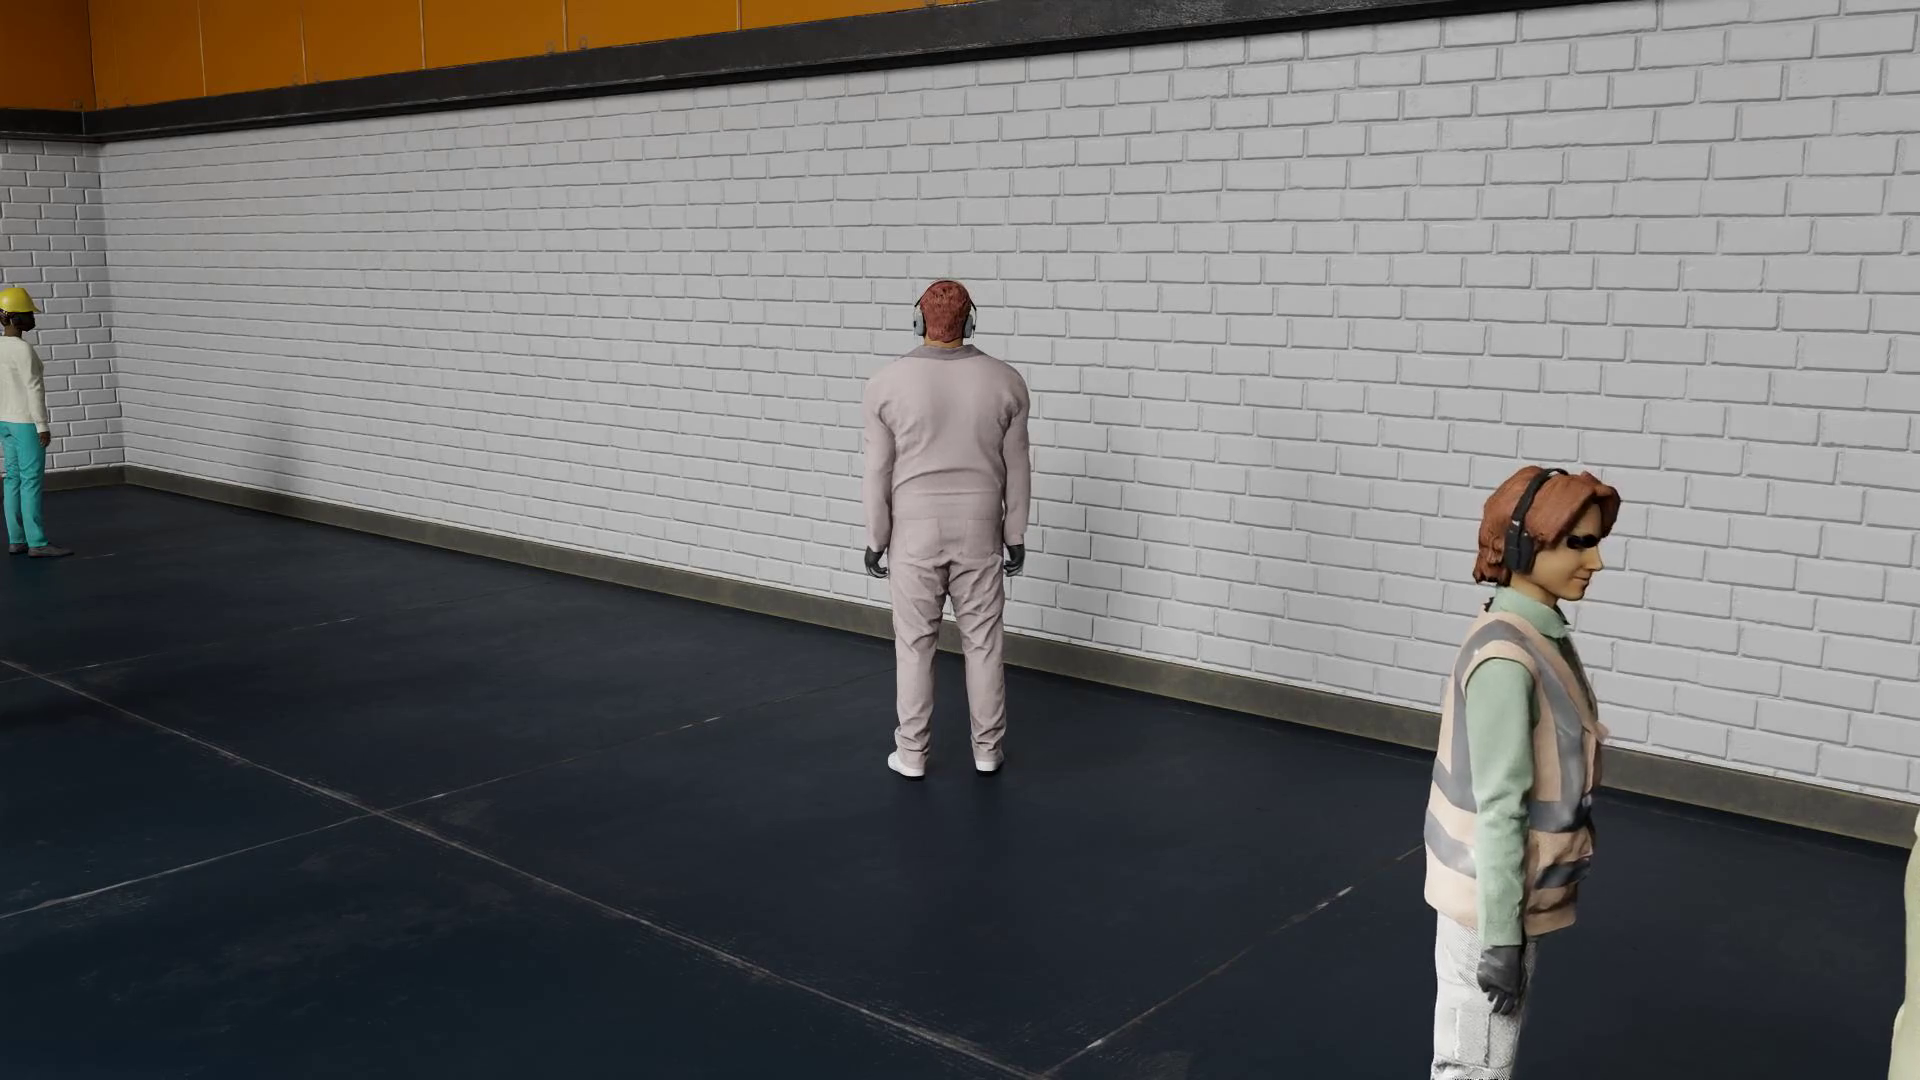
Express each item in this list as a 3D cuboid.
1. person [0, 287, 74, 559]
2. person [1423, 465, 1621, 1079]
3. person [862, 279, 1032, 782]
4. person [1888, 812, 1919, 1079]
[{"bbox_3d":[-6.120,-0.760,10.894,0.524,1.769,0.308,7,12,36],"label":"person"},{"bbox_3d":[1.012,0.677,3.078,0.314,1.636,0.517,4,11,23],"label":"person"},{"bbox_3d":[-0.055,-0.030,6.332,0.649,1.907,0.409,-2,10,-10],"label":"person"},{"bbox_3d":[1.254,0.826,1.686,0.404,1.827,0.589,-6,12,-32],"label":"person"}]
